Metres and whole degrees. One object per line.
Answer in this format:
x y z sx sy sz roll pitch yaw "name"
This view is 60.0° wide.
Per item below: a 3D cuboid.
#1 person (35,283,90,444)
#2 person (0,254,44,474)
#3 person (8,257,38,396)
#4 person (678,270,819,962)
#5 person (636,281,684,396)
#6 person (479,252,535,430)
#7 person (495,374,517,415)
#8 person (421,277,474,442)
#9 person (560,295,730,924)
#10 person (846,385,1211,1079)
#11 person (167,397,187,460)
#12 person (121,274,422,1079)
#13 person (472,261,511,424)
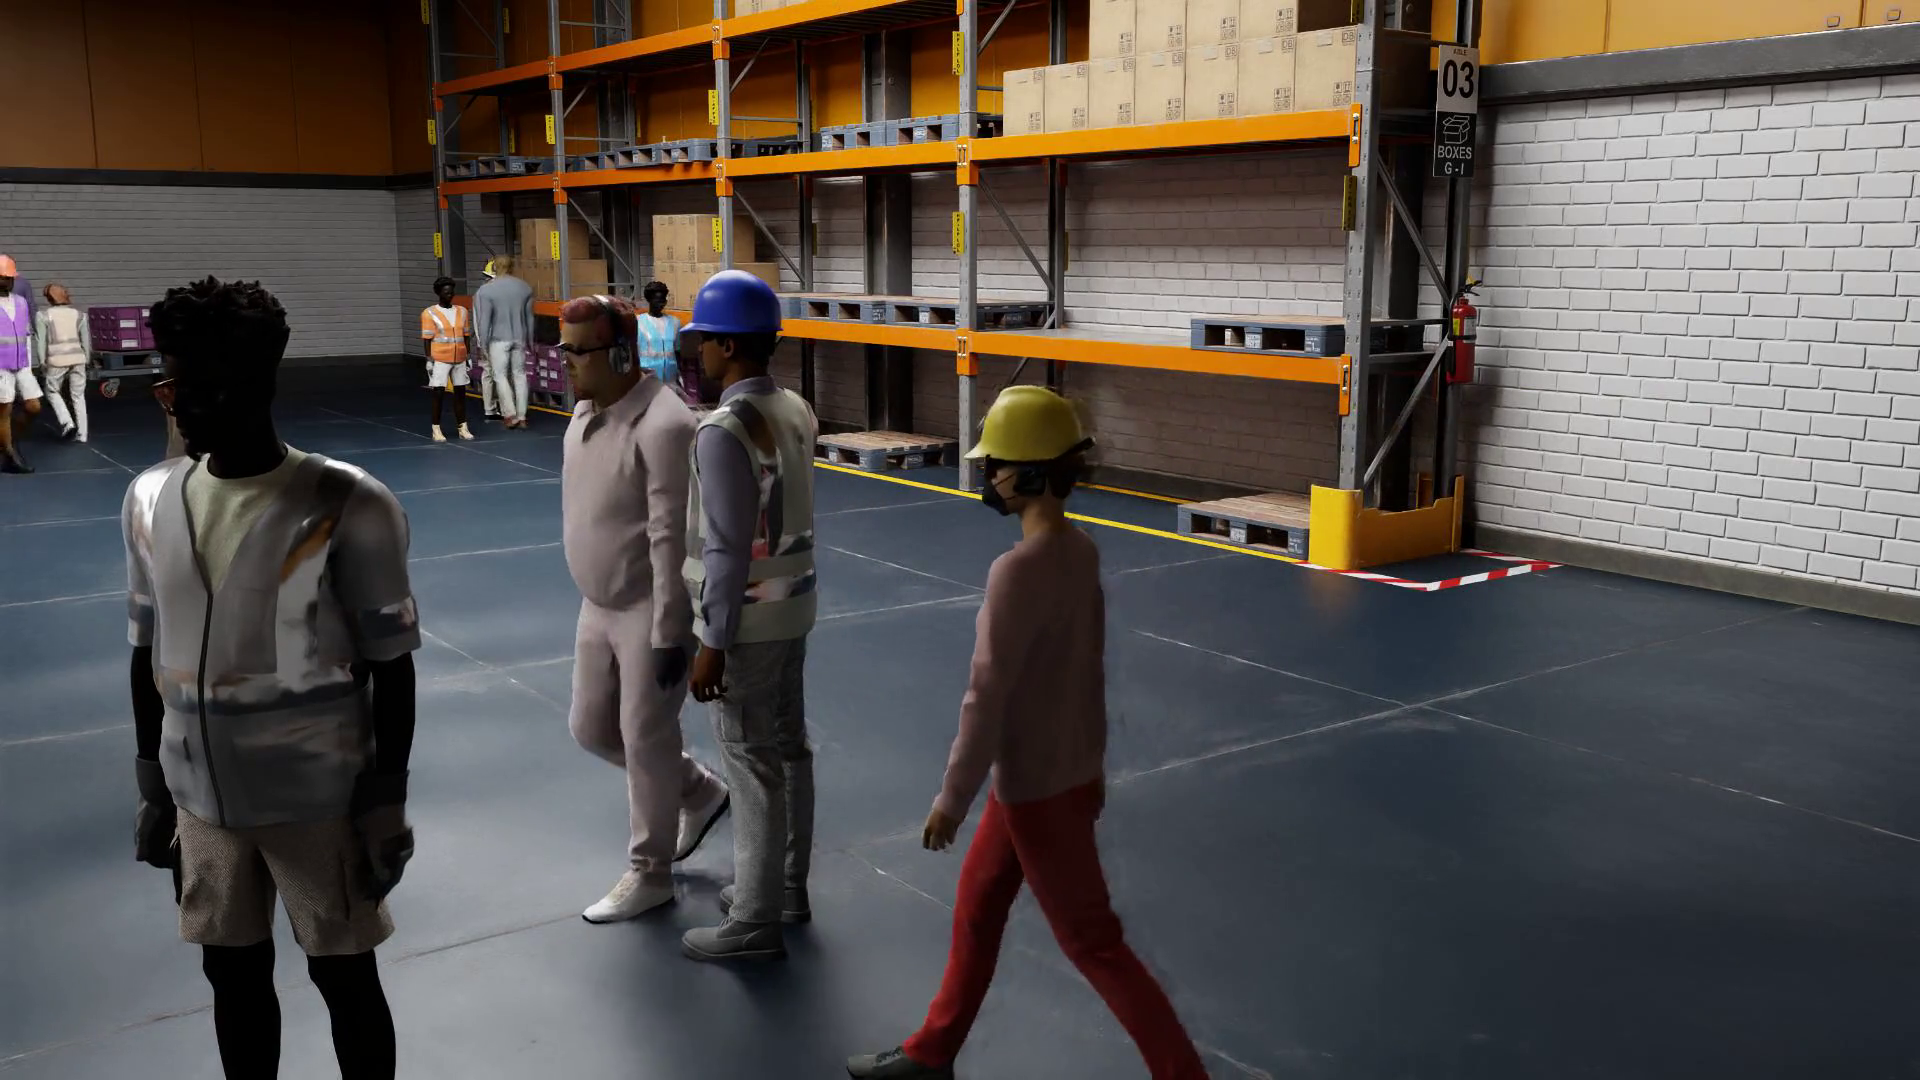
-9.030 -1.769 16.762 0.368 1.618 0.569 7 12 36 "person"
-8.363 -1.532 14.590 0.459 1.924 0.553 4 11 22 "person"
-12.664 -2.858 22.221 0.652 1.849 1.029 -1 10 -7 "person"
-0.594 0.219 4.721 0.387 1.948 0.605 2 10 13 "person"
-2.680 -1.435 14.703 0.532 1.693 0.319 -8 13 -38 "person"
-4.921 -2.165 18.142 0.654 1.934 0.410 -9 13 -41 "person"
-5.408 -2.280 19.625 0.497 1.629 0.277 -9 13 -41 "person"
-5.233 -1.837 16.985 0.320 1.687 0.533 9 14 42 "person"
-0.935 0.202 5.009 0.510 1.880 0.655 -9 13 -41 "person"
0.191 0.517 3.703 0.933 1.721 0.527 3 10 15 "person"
-2.977 -0.040 6.683 0.528 1.767 0.330 5 11 24 "person"
-1.351 0.473 3.248 0.613 1.962 0.362 2 10 13 "person"
-5.211 -2.224 18.738 0.591 1.829 0.404 7 12 34 "person"
